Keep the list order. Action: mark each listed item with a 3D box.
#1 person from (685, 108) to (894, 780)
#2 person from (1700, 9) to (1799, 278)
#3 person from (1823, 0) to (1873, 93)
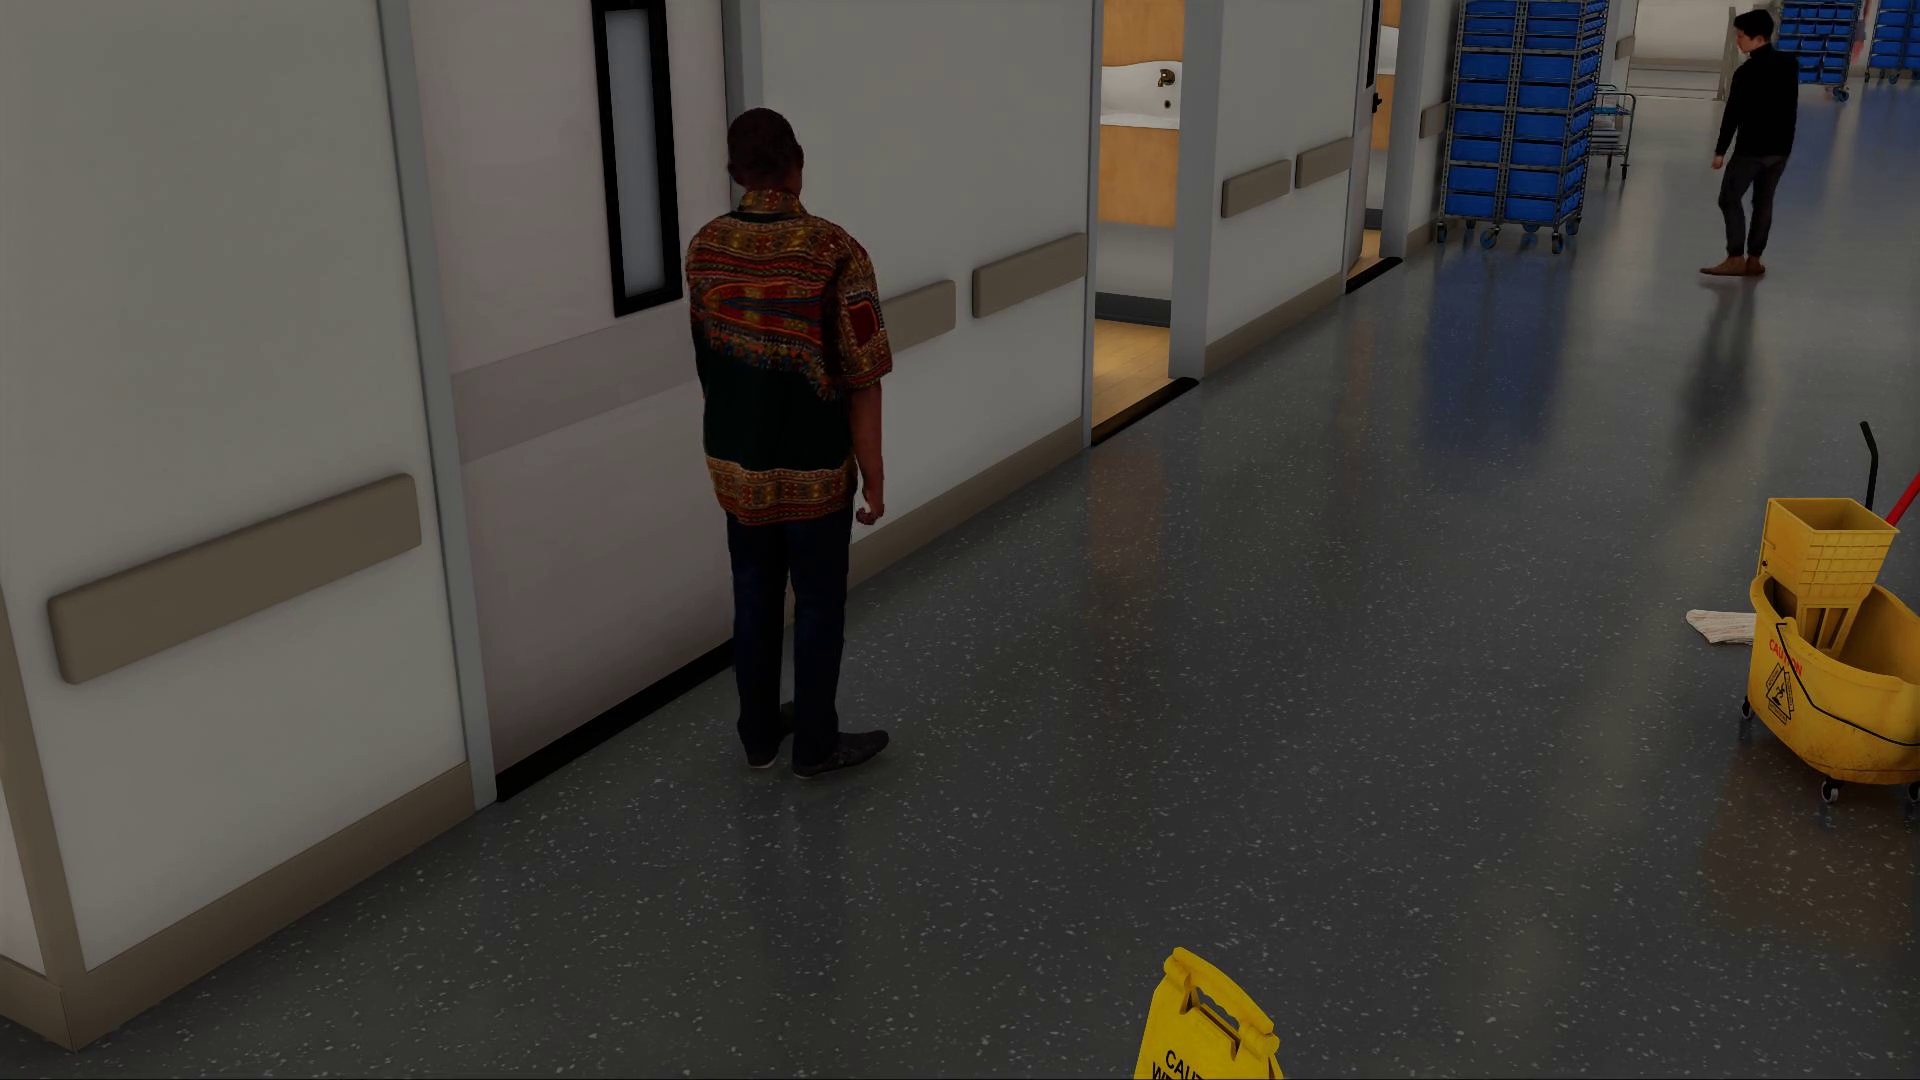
[{"bbox_3d":[-0.465,-0.218,4.378,0.712,1.805,0.674,12,24,29],"label":"person"},{"bbox_3d":[5.211,-2.551,10.762,0.777,1.685,0.849,-1,21,-2],"label":"person"},{"bbox_3d":[11.701,-6.870,21.979,0.795,1.818,0.819,3,21,7],"label":"person"}]
